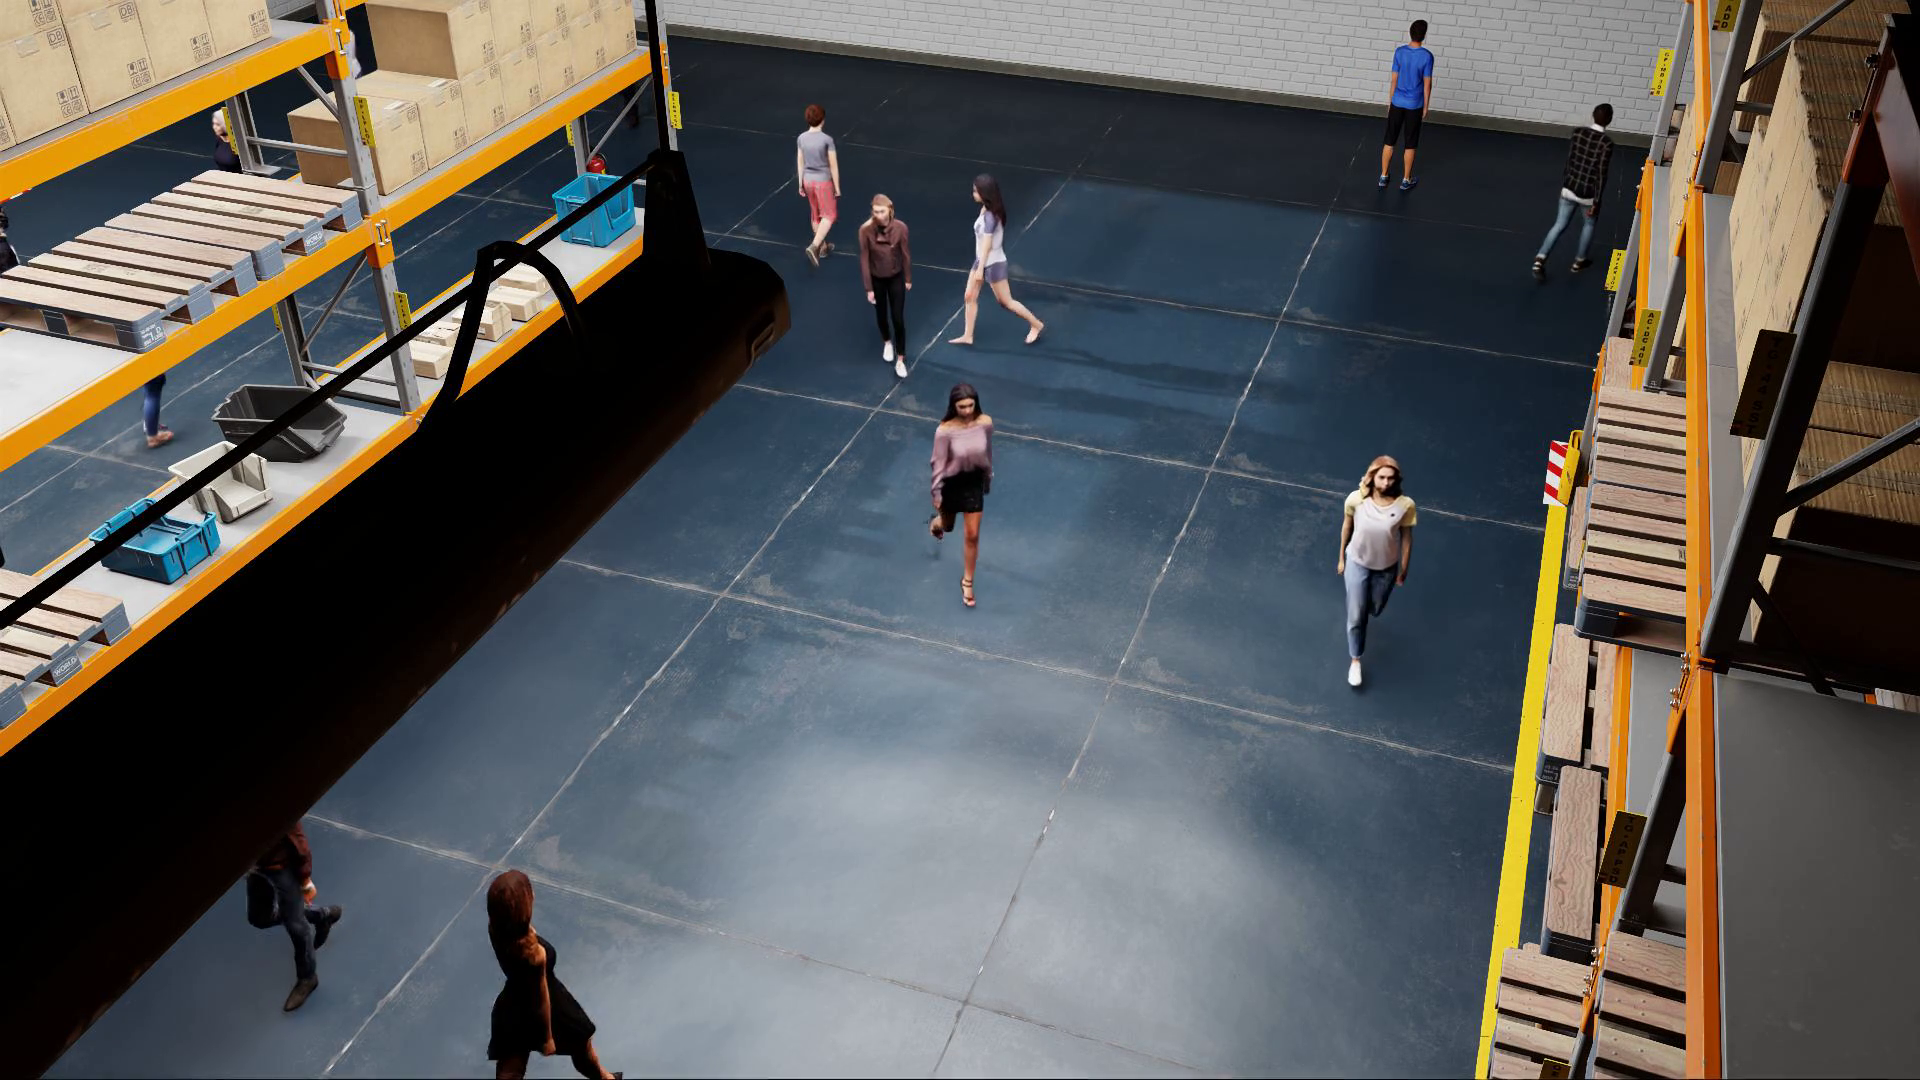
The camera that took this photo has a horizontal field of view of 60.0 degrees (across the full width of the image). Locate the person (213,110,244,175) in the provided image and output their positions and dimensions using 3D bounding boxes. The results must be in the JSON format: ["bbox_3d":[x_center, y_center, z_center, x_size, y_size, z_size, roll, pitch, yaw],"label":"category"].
[{"bbox_3d":[-7.129,-3.420,16.503,0.645,1.746,0.626,19,38,26],"label":"person"}]

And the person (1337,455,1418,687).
[{"bbox_3d":[2.767,0.124,11.207,0.730,1.706,1.032,6,34,8],"label":"person"}]

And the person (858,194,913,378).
[{"bbox_3d":[-0.672,-2.364,14.984,0.839,1.669,1.013,-3,34,-4],"label":"person"}]

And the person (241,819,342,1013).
[{"bbox_3d":[-3.575,1.681,8.808,0.668,1.770,0.803,13,36,18],"label":"person"}]

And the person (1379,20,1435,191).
[{"bbox_3d":[4.982,-4.852,18.546,0.635,1.869,0.597,16,37,23],"label":"person"}]

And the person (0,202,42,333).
[{"bbox_3d":[-8.216,-1.956,14.224,1.281,1.831,1.184,-17,37,-24],"label":"person"}]

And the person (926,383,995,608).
[{"bbox_3d":[-0.031,-0.400,11.935,1.054,1.772,1.168,-11,35,-16],"label":"person"}]

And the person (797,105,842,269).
[{"bbox_3d":[-1.450,-3.545,16.790,0.593,1.637,0.963,12,35,17],"label":"person"}]

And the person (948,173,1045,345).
[{"bbox_3d":[0.368,-2.526,15.230,1.009,1.667,1.143,-5,34,-7],"label":"person"}]

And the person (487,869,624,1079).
[{"bbox_3d":[-2.083,2.336,7.809,0.840,1.784,1.262,23,40,31],"label":"person"}]

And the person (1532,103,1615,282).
[{"bbox_3d":[6.068,-3.406,16.443,1.266,1.790,1.030,-27,42,-34],"label":"person"}]
